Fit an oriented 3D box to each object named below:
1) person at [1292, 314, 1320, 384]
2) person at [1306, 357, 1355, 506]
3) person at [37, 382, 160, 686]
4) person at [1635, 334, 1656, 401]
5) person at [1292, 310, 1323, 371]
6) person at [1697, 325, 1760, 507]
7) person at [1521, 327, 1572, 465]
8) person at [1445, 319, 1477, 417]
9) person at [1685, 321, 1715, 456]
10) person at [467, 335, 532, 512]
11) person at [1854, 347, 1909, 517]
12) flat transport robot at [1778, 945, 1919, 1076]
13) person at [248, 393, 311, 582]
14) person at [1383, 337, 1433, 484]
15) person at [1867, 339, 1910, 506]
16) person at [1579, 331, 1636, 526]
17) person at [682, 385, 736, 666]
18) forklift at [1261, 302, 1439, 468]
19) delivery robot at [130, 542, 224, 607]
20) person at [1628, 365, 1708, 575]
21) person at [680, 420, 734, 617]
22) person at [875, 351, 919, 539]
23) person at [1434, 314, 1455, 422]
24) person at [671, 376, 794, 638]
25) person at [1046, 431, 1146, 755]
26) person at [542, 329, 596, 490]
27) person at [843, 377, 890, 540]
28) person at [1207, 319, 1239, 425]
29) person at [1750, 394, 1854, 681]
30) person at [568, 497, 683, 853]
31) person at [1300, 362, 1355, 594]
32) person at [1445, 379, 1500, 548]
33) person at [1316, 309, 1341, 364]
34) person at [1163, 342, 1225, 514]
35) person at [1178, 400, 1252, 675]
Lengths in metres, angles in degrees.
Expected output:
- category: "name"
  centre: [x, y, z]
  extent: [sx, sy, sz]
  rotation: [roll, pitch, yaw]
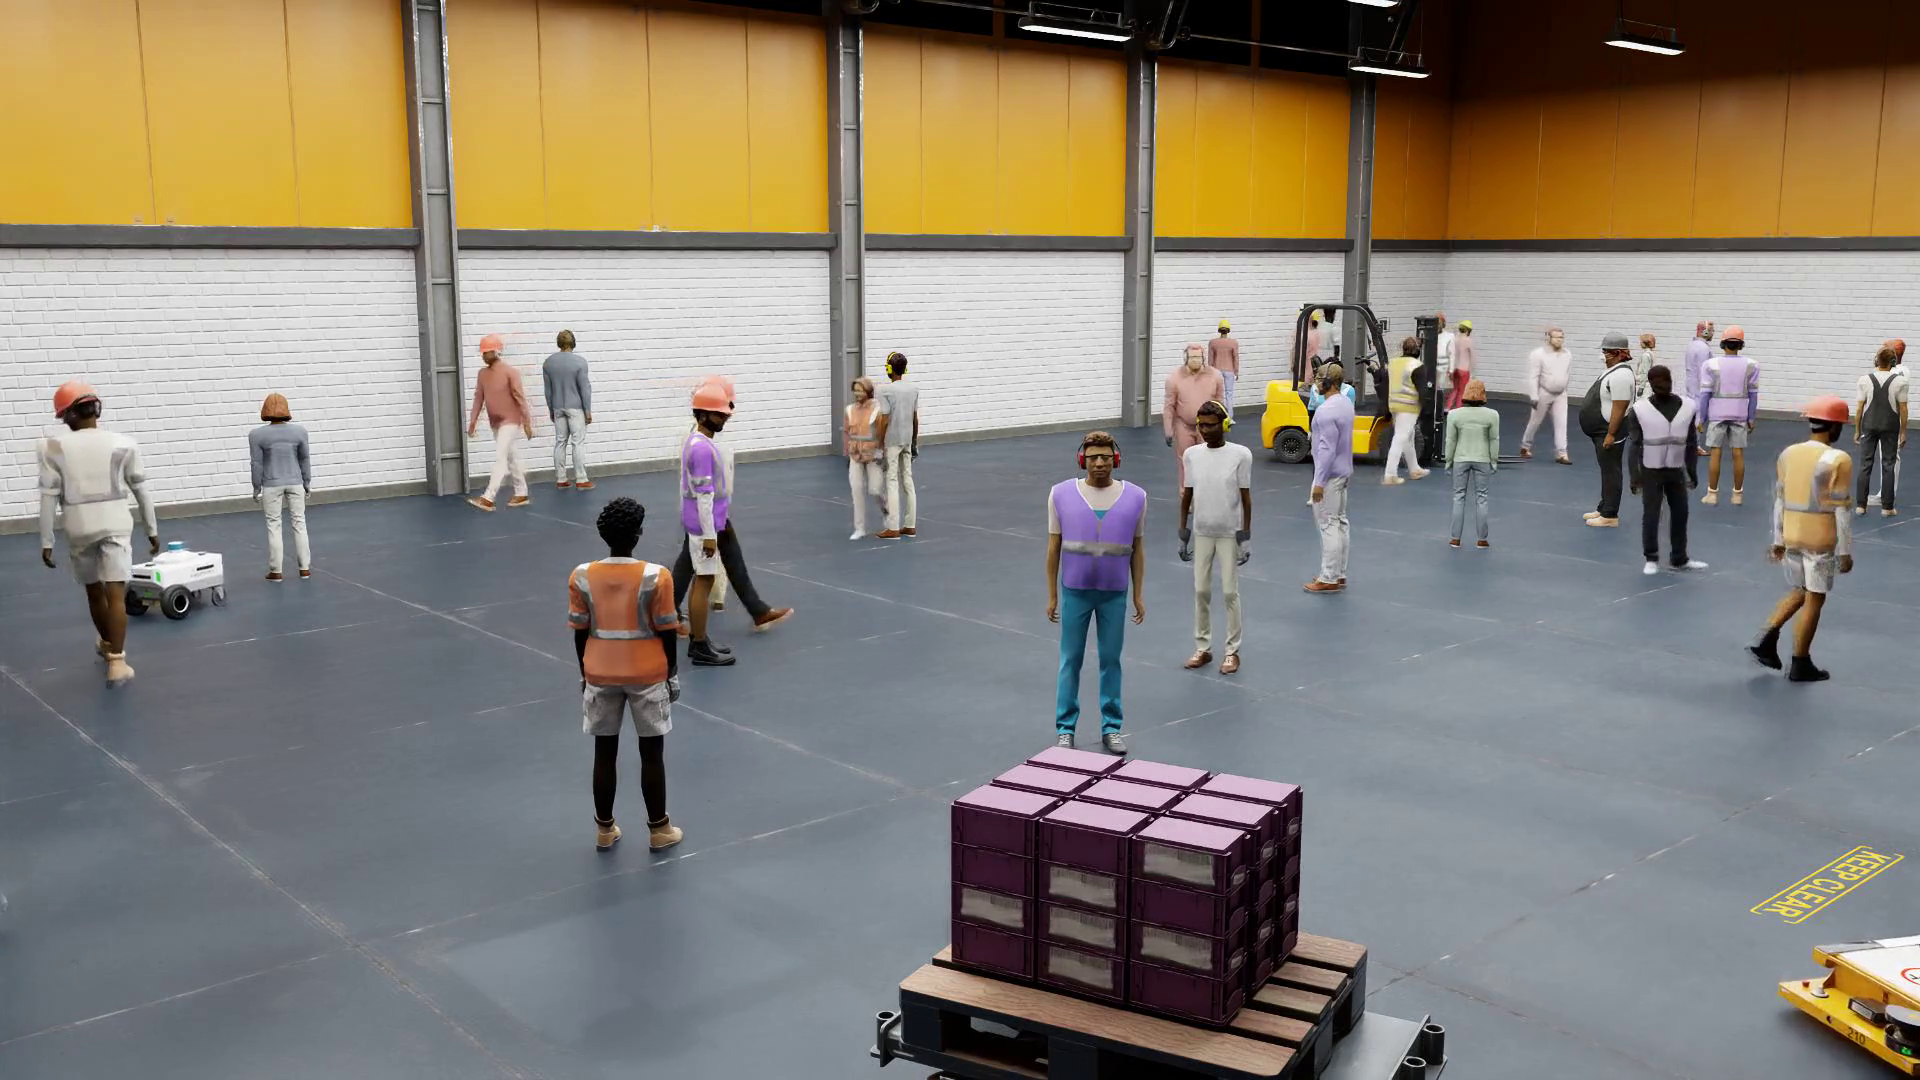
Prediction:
- category: "person"
  centre: [5.600, -2.752, 27.089]
  extent: [0.410, 1.909, 0.643]
  rotation: [5, 11, 28]
- category: "person"
  centre: [4.152, -1.209, 18.668]
  extent: [0.534, 1.699, 0.318]
  rotation: [5, 11, 26]
- category: "person"
  centre: [-5.748, -0.065, 11.141]
  extent: [0.683, 1.966, 1.013]
  rotation: [-4, 11, -23]
- category: "person"
  centre: [10.441, -2.320, 25.339]
  extent: [0.307, 1.642, 0.514]
  rotation: [6, 11, 30]
- category: "person"
  centre: [6.008, -3.028, 28.768]
  extent: [0.456, 1.888, 0.632]
  rotation: [-6, 11, -31]
- category: "person"
  centre: [8.638, -1.395, 18.741]
  extent: [0.609, 2.044, 0.393]
  rotation: [2, 10, 14]
- category: "person"
  centre: [8.071, -1.996, 22.820]
  extent: [0.646, 1.864, 1.003]
  rotation: [-2, 10, -11]
- category: "person"
  centre: [8.563, -2.888, 28.382]
  extent: [0.407, 1.746, 0.528]
  rotation: [-7, 12, -36]
- category: "person"
  centre: [10.493, -2.149, 23.564]
  extent: [0.406, 1.904, 0.654]
  rotation: [1, 10, 8]
- category: "person"
  centre: [-5.148, -1.289, 18.404]
  extent: [0.650, 1.940, 1.021]
  rotation: [7, 12, 35]
- category: "person"
  centre: [9.967, -1.168, 18.014]
  extent: [0.504, 1.841, 0.344]
  rotation: [7, 12, 37]
- category: "flat transport robot"
  centre: [3.837, 1.653, 6.083]
  extent: [1.431, 0.197, 0.652]
  rotation: [-2, 10, -13]
- category: "person"
  centre: [-5.889, -0.455, 14.441]
  extent: [0.500, 1.633, 0.281]
  rotation: [-7, 12, -35]
- category: "person"
  centre: [5.619, -1.604, 20.645]
  extent: [0.896, 1.805, 0.627]
  rotation: [-3, 10, -19]
- category: "person"
  centre: [10.495, -1.322, 18.785]
  extent: [0.355, 1.885, 0.575]
  rotation: [8, 12, 38]
- category: "person"
  centre: [6.763, -1.166, 17.414]
  extent: [0.538, 2.000, 0.684]
  rotation: [3, 10, 17]
- category: "person"
  centre: [-1.733, -0.102, 11.501]
  extent: [0.374, 1.931, 0.548]
  rotation: [-2, 10, -11]
- category: "forklift"
  centre: [5.320, -2.157, 22.763]
  extent: [2.313, 2.155, 1.214]
  rotation: [3, 10, 16]
- category: "delivery robot"
  centre: [-6.186, 0.258, 13.145]
  extent: [0.477, 0.478, 0.707]
  rotation: [3, 10, 20]
- category: "person"
  centre: [6.244, -0.615, 14.697]
  extent: [0.759, 1.868, 0.392]
  rotation: [-1, 10, -5]
- category: "person"
  centre: [-2.039, -0.206, 13.083]
  extent: [0.354, 1.601, 0.651]
  rotation: [9, 13, 41]
- category: "person"
  centre: [-0.634, -0.940, 16.591]
  extent: [0.532, 1.871, 0.321]
  rotation: [-9, 13, -42]
- category: "person"
  centre: [8.073, -2.917, 28.237]
  extent: [0.578, 1.857, 0.884]
  rotation: [1, 10, 6]
- category: "person"
  centre: [-1.758, -0.230, 12.215]
  extent: [1.033, 1.933, 0.647]
  rotation: [0, 10, -1]
- category: "person"
  centre: [0.767, 0.296, 9.416]
  extent: [0.563, 1.847, 0.388]
  rotation: [-1, 10, -3]
- category: "person"
  centre: [-4.702, -1.561, 20.024]
  extent: [0.629, 1.940, 0.373]
  rotation: [3, 10, 20]
- category: "person"
  centre: [-0.912, -0.824, 16.623]
  extent: [0.530, 1.623, 0.499]
  rotation: [5, 11, 26]
- category: "person"
  centre: [4.403, -2.806, 27.803]
  extent: [0.533, 1.772, 0.297]
  rotation: [3, 10, 19]
- category: "person"
  centre: [5.622, -0.005, 10.987]
  extent: [0.457, 1.921, 0.547]
  rotation: [-2, 10, -13]
- category: "person"
  centre: [-1.566, 0.642, 7.835]
  extent: [0.532, 1.696, 0.318]
  rotation: [1, 10, 7]
- category: "person"
  centre: [3.087, -0.515, 13.910]
  extent: [0.373, 1.936, 0.645]
  rotation: [5, 11, 28]
- category: "person"
  centre: [4.938, -0.733, 16.063]
  extent: [0.498, 1.634, 0.281]
  rotation: [3, 10, 17]
- category: "person"
  centre: [6.614, -3.206, 29.601]
  extent: [0.661, 1.948, 0.643]
  rotation: [-7, 12, -37]
- category: "person"
  centre: [2.545, -1.197, 18.037]
  extent: [0.690, 1.880, 0.647]
  rotation: [0, 10, 2]
- category: "person"
  centre: [1.732, -0.023, 11.279]
  extent: [0.530, 1.854, 0.333]
  rotation: [5, 11, 29]
